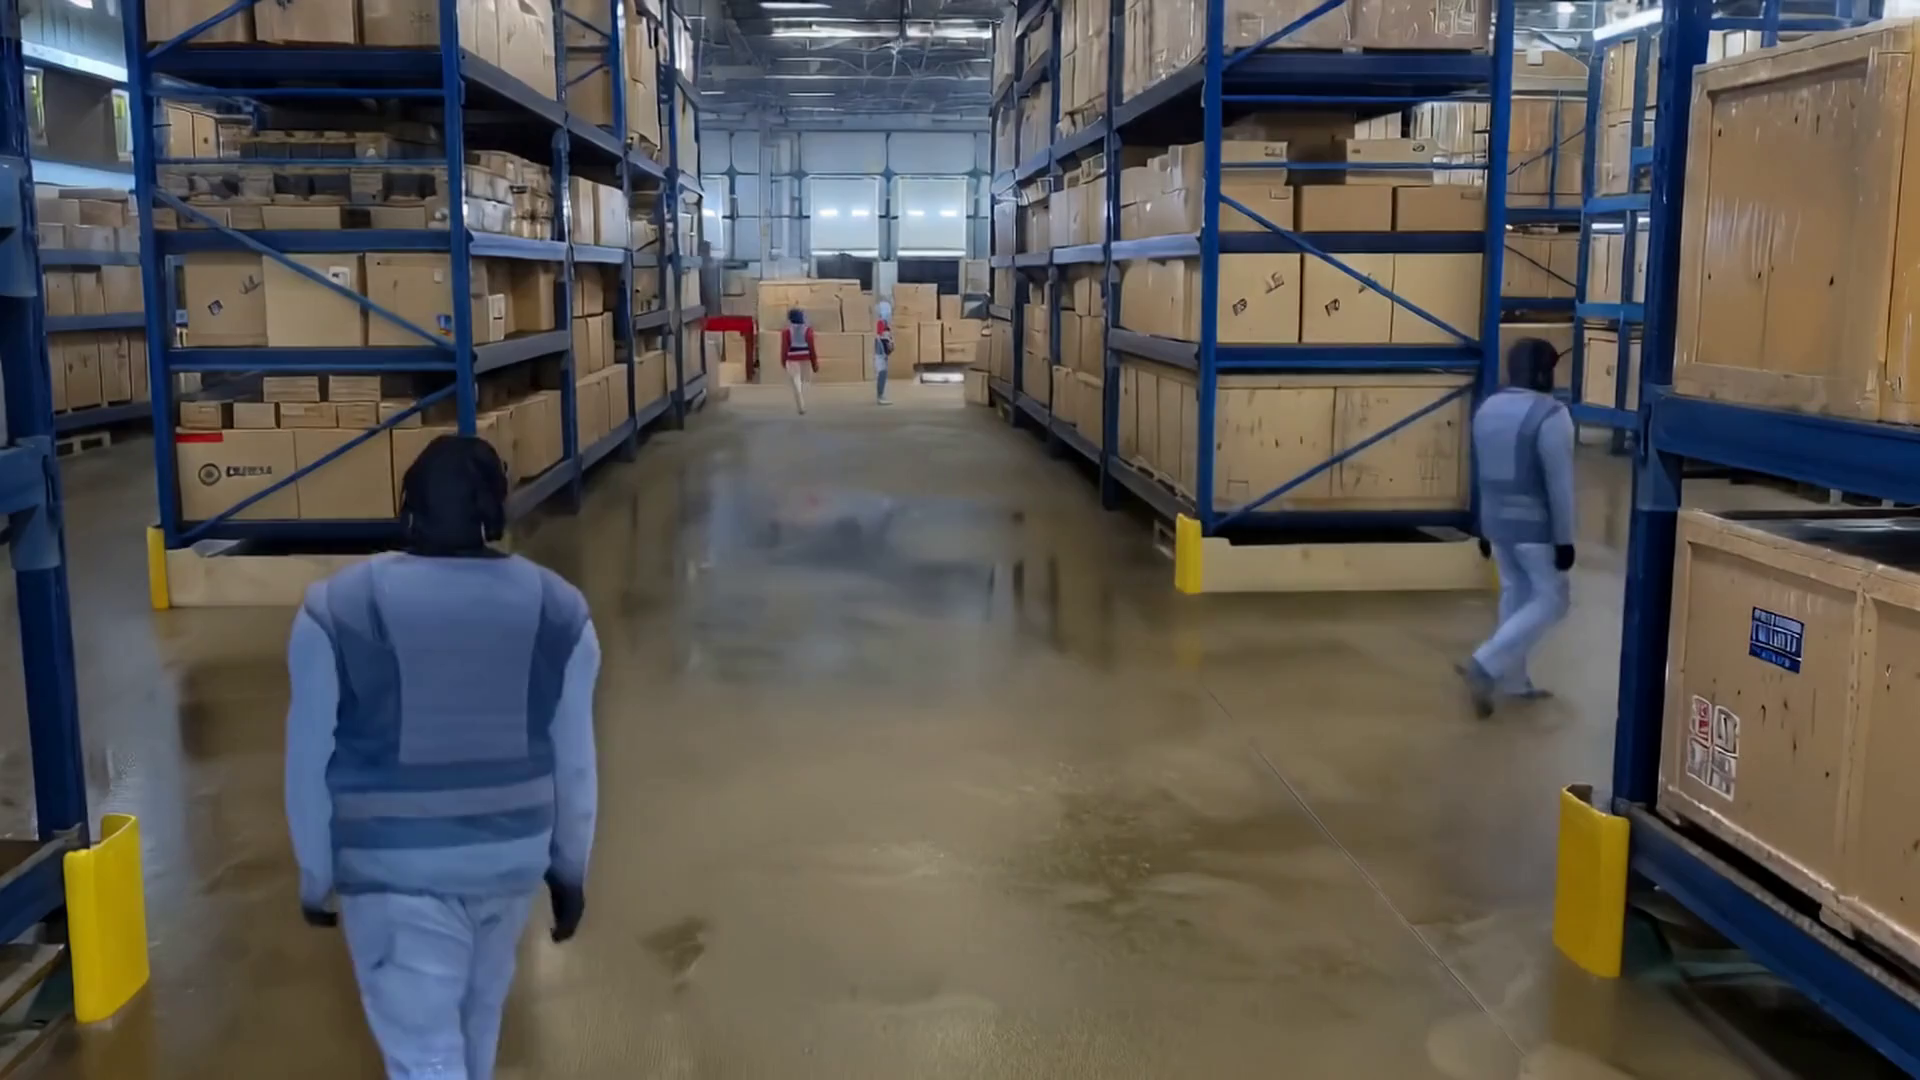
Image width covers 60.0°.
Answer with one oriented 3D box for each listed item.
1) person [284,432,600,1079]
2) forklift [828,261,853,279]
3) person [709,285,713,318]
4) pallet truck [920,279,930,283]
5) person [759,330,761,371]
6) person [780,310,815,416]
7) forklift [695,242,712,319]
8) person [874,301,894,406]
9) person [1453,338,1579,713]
[{"bbox_3d":[-1.034,0.682,3.444,0.622,1.805,0.911,-6,11,-32],"label":"person"},{"bbox_3d":[-4.124,-8.499,57.697,1.129,2.768,1.873,0,9,0],"label":"forklift"},{"bbox_3d":[-5.466,-4.626,36.460,0.958,1.890,0.567,-3,10,-21],"label":"person"},{"bbox_3d":[-0.932,-8.922,63.114,1.885,1.965,0.823,2,9,13],"label":"pallet truck"},{"bbox_3d":[-4.145,-4.590,36.924,0.771,1.663,0.555,-4,10,-22],"label":"person"},{"bbox_3d":[-2.465,-2.691,25.278,0.506,1.584,0.924,-2,9,-14],"label":"person"},{"bbox_3d":[-5.578,-5.046,36.014,1.873,2.768,1.129,-1,9,-4],"label":"forklift"},{"bbox_3d":[-1.234,-3.023,27.017,0.318,1.697,0.536,-1,9,-4],"label":"person"},{"bbox_3d":[2.645,-0.047,7.932,0.586,1.821,0.640,-3,10,-18],"label":"person"}]
